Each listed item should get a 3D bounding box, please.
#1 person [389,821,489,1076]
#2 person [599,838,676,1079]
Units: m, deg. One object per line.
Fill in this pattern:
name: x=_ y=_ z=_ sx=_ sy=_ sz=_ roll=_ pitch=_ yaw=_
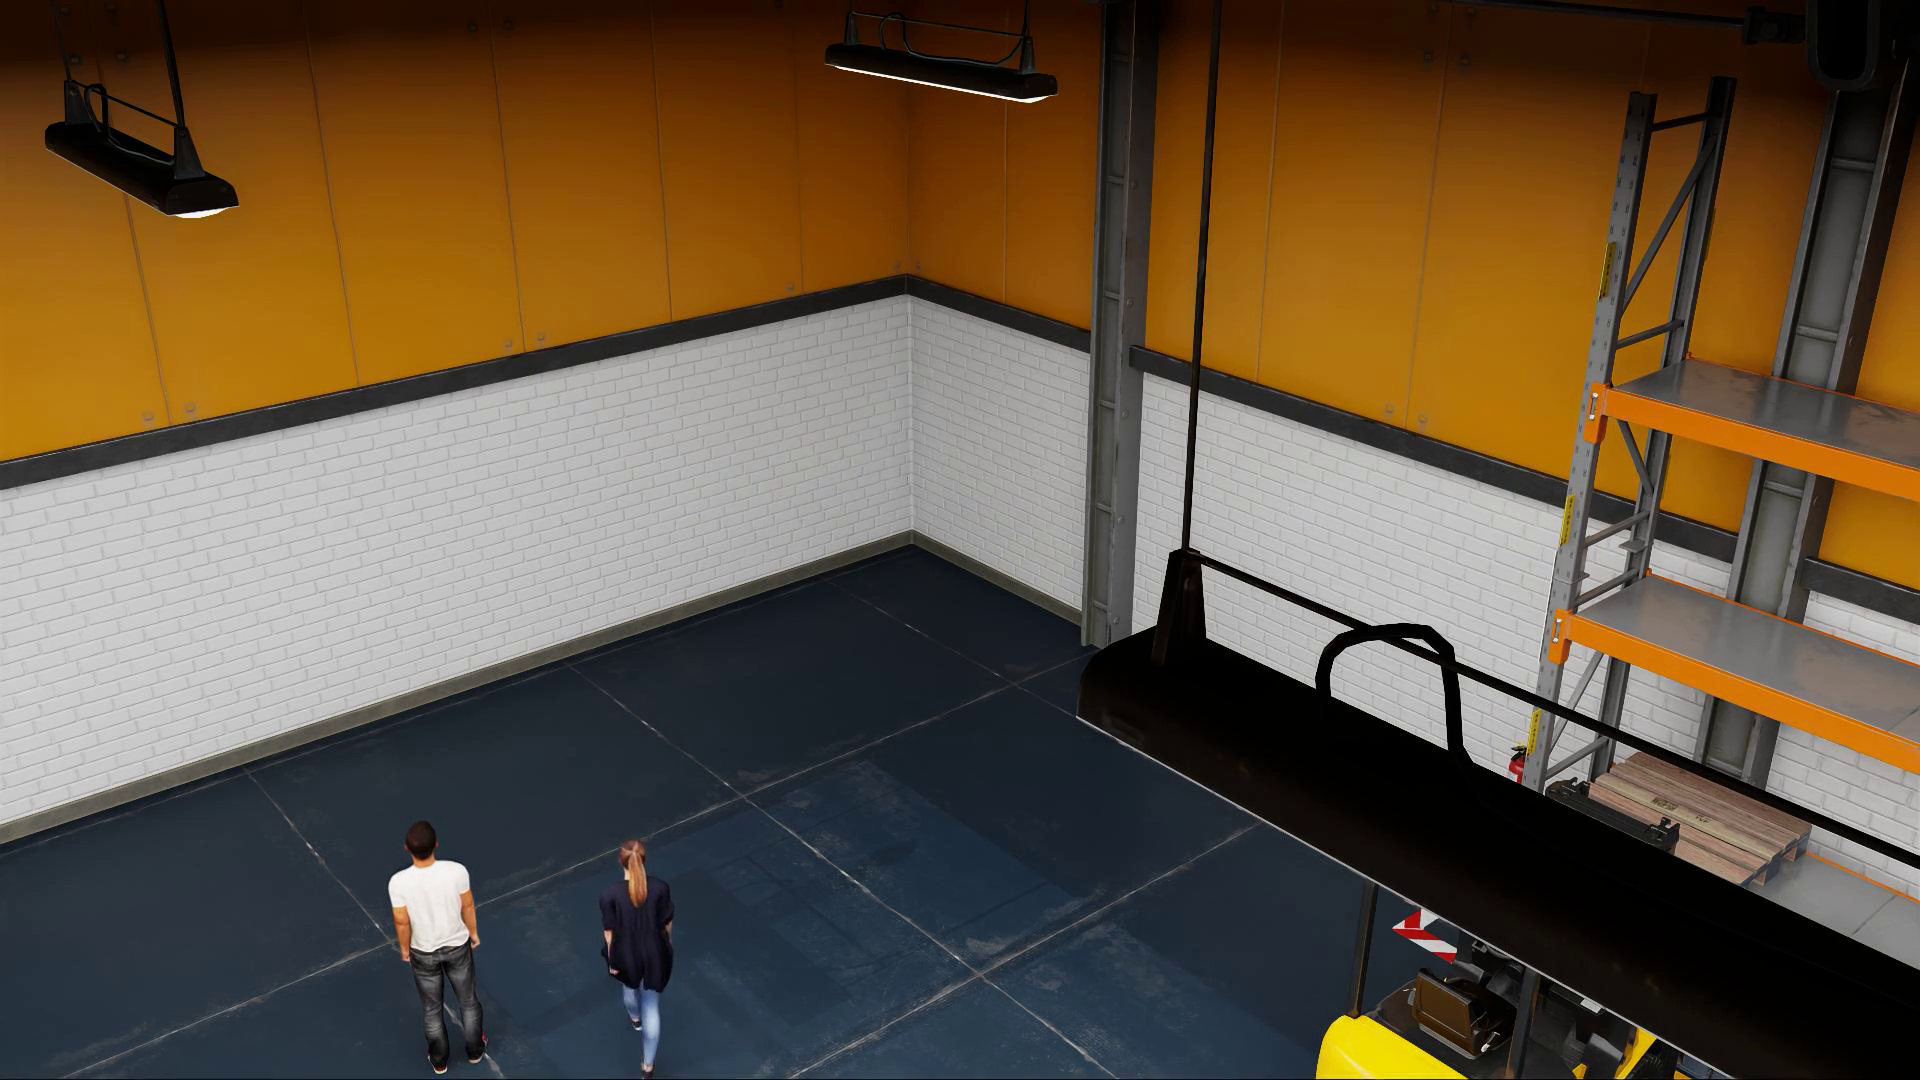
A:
person: x=-3.275 y=2.547 z=10.459 sx=0.696 sy=1.805 sz=0.643 roll=-9 pitch=25 yaw=-20
person: x=-1.990 y=2.664 z=10.389 sx=0.907 sy=1.648 sz=1.091 roll=-5 pitch=24 yaw=-12
